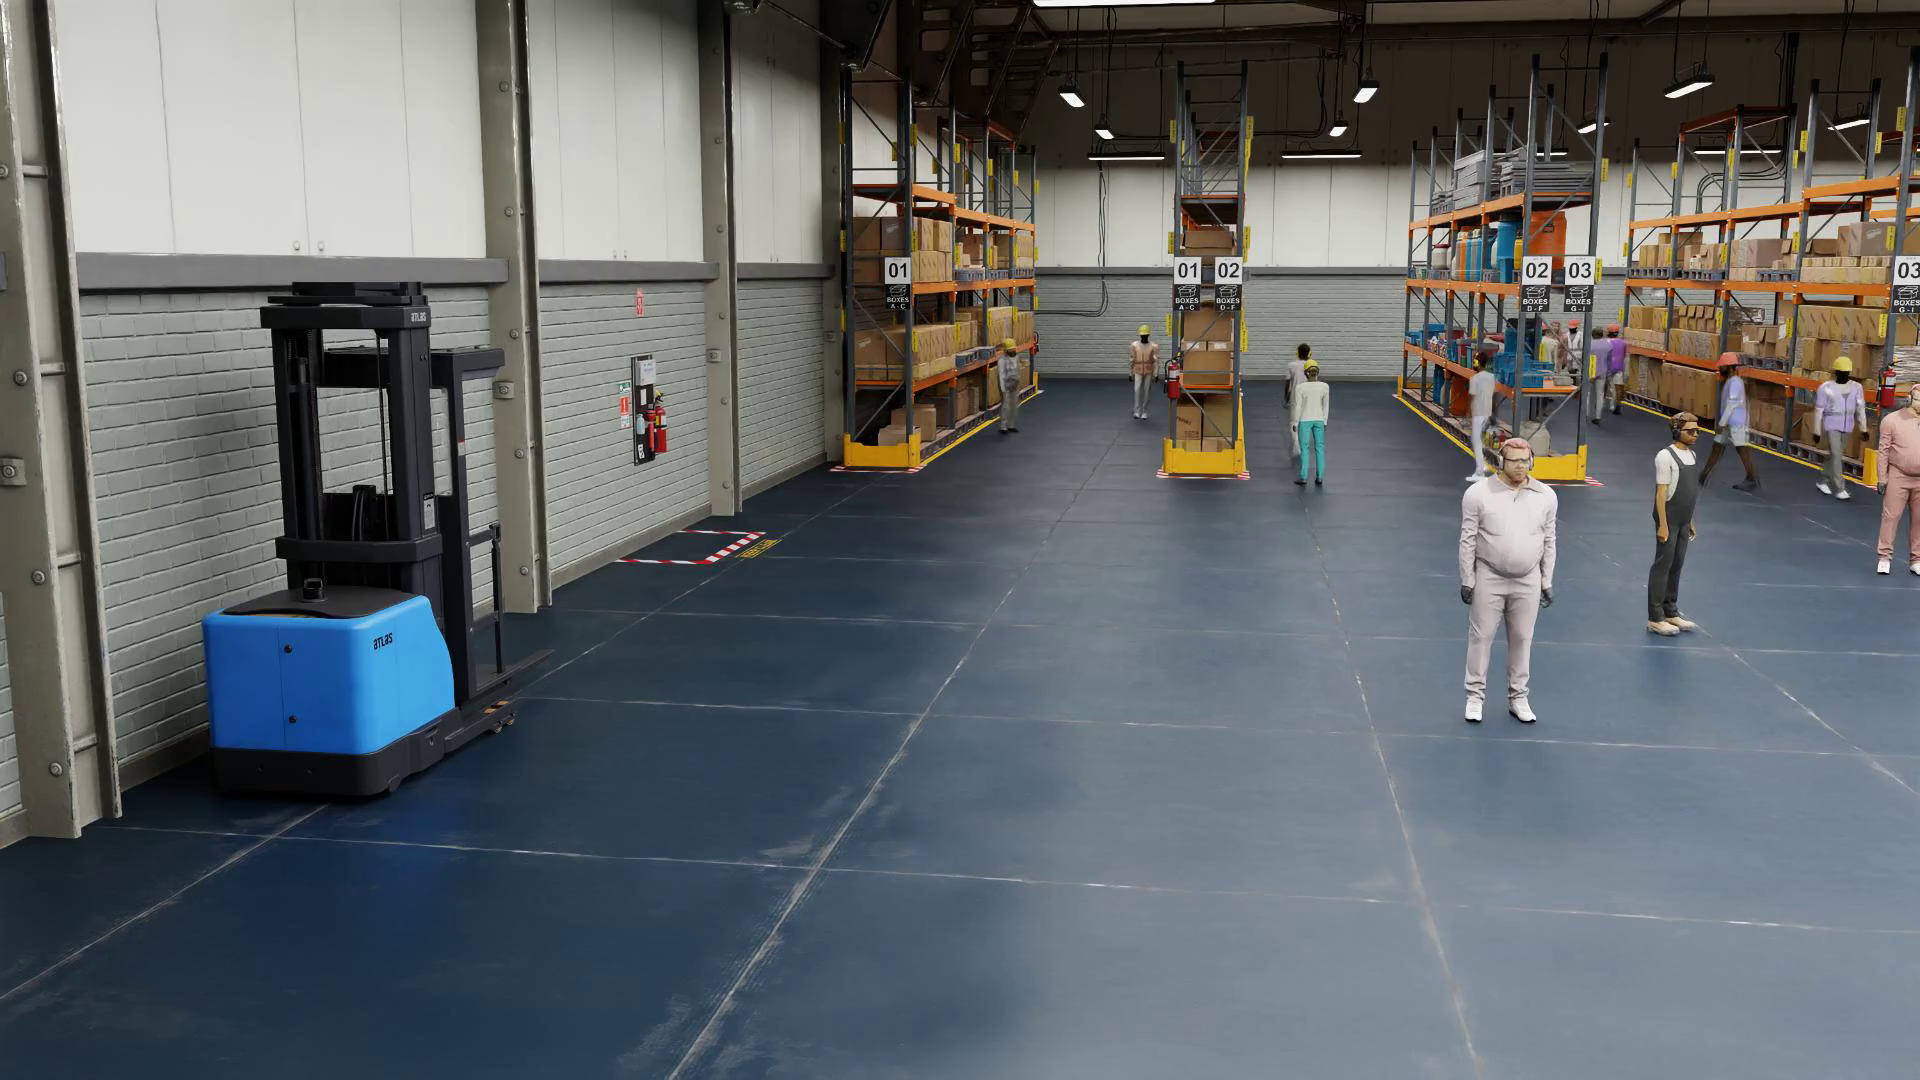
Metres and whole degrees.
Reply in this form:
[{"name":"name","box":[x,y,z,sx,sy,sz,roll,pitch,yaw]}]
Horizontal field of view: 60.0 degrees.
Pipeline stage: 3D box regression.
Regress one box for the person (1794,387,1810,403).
[{"name":"person","box":[18.208,-3.625,35.974,0.498,1.634,0.278,3,10,16]}]

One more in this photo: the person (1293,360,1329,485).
[{"name":"person","box":[4.948,-1.663,23.493,0.523,1.760,0.324,-2,9,-12]}]

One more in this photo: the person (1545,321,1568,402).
[{"name":"person","box":[13.762,-4.163,38.656,0.647,1.852,1.036,5,10,26]}]

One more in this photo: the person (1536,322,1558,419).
[{"name":"person","box":[11.802,-3.452,33.850,0.641,1.972,0.458,0,9,2]}]

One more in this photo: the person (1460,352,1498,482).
[{"name":"person","box":[7.425,-1.759,23.809,0.671,1.844,0.459,-7,11,-35]}]

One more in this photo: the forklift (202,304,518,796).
[{"name":"forklift","box":[-3.673,-0.038,10.147,1.129,2.768,1.873,1,9,9]}]

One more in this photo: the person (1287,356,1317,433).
[{"name":"person","box":[6.221,-2.683,30.223,0.544,1.597,0.835,2,9,12]}]

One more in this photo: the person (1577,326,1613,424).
[{"name":"person","box":[12.577,-3.279,32.995,0.640,1.909,0.830,0,9,-1]}]

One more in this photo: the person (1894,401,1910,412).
[{"name":"person","box":[17.346,-2.870,30.392,0.631,1.930,0.447,0,9,1]}]

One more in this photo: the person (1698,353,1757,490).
[{"name":"person","box":[10.584,-1.635,22.961,0.975,1.880,0.554,2,9,13]}]

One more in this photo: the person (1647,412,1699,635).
[{"name":"person","box":[5.973,-0.146,13.871,0.506,1.846,0.346,-8,12,-40]}]

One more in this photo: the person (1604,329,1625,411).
[{"name":"person","box":[14.137,-3.736,36.051,0.542,1.838,0.823,2,9,13]}]

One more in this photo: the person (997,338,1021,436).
[{"name":"person","box":[0.893,-2.792,30.354,0.502,1.790,0.615,8,12,40]}]

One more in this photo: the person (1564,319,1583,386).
[{"name":"person","box":[14.568,-4.312,39.558,0.557,1.848,1.017,8,12,42]}]

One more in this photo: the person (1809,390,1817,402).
[{"name":"person","box":[19.994,-4.090,38.285,1.030,1.815,0.605,-1,9,-3]}]

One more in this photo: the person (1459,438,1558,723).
[{"name":"person","box":[3.662,0.269,11.118,0.640,1.910,0.409,0,9,2]}]

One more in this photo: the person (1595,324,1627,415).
[{"name":"person","box":[13.767,-3.608,35.101,0.552,1.882,1.006,0,9,2]}]

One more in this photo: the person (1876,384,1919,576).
[{"name":"person","box":[9.437,-0.600,16.488,0.641,1.905,0.410,2,9,14]}]

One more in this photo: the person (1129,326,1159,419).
[{"name":"person","box":[3.701,-3.365,33.558,0.617,1.889,0.896,2,9,12]}]

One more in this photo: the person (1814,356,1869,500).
[{"name":"person","box":[11.718,-1.509,22.190,0.607,1.885,0.977,-1,9,-4]}]

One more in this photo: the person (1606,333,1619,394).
[{"name":"person","box":[15.987,-4.394,40.789,0.574,1.611,0.509,-4,10,-24]}]

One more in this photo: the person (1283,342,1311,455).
[{"name":"person","box":[5.523,-2.278,27.022,0.521,1.846,0.759,1,9,7]}]
